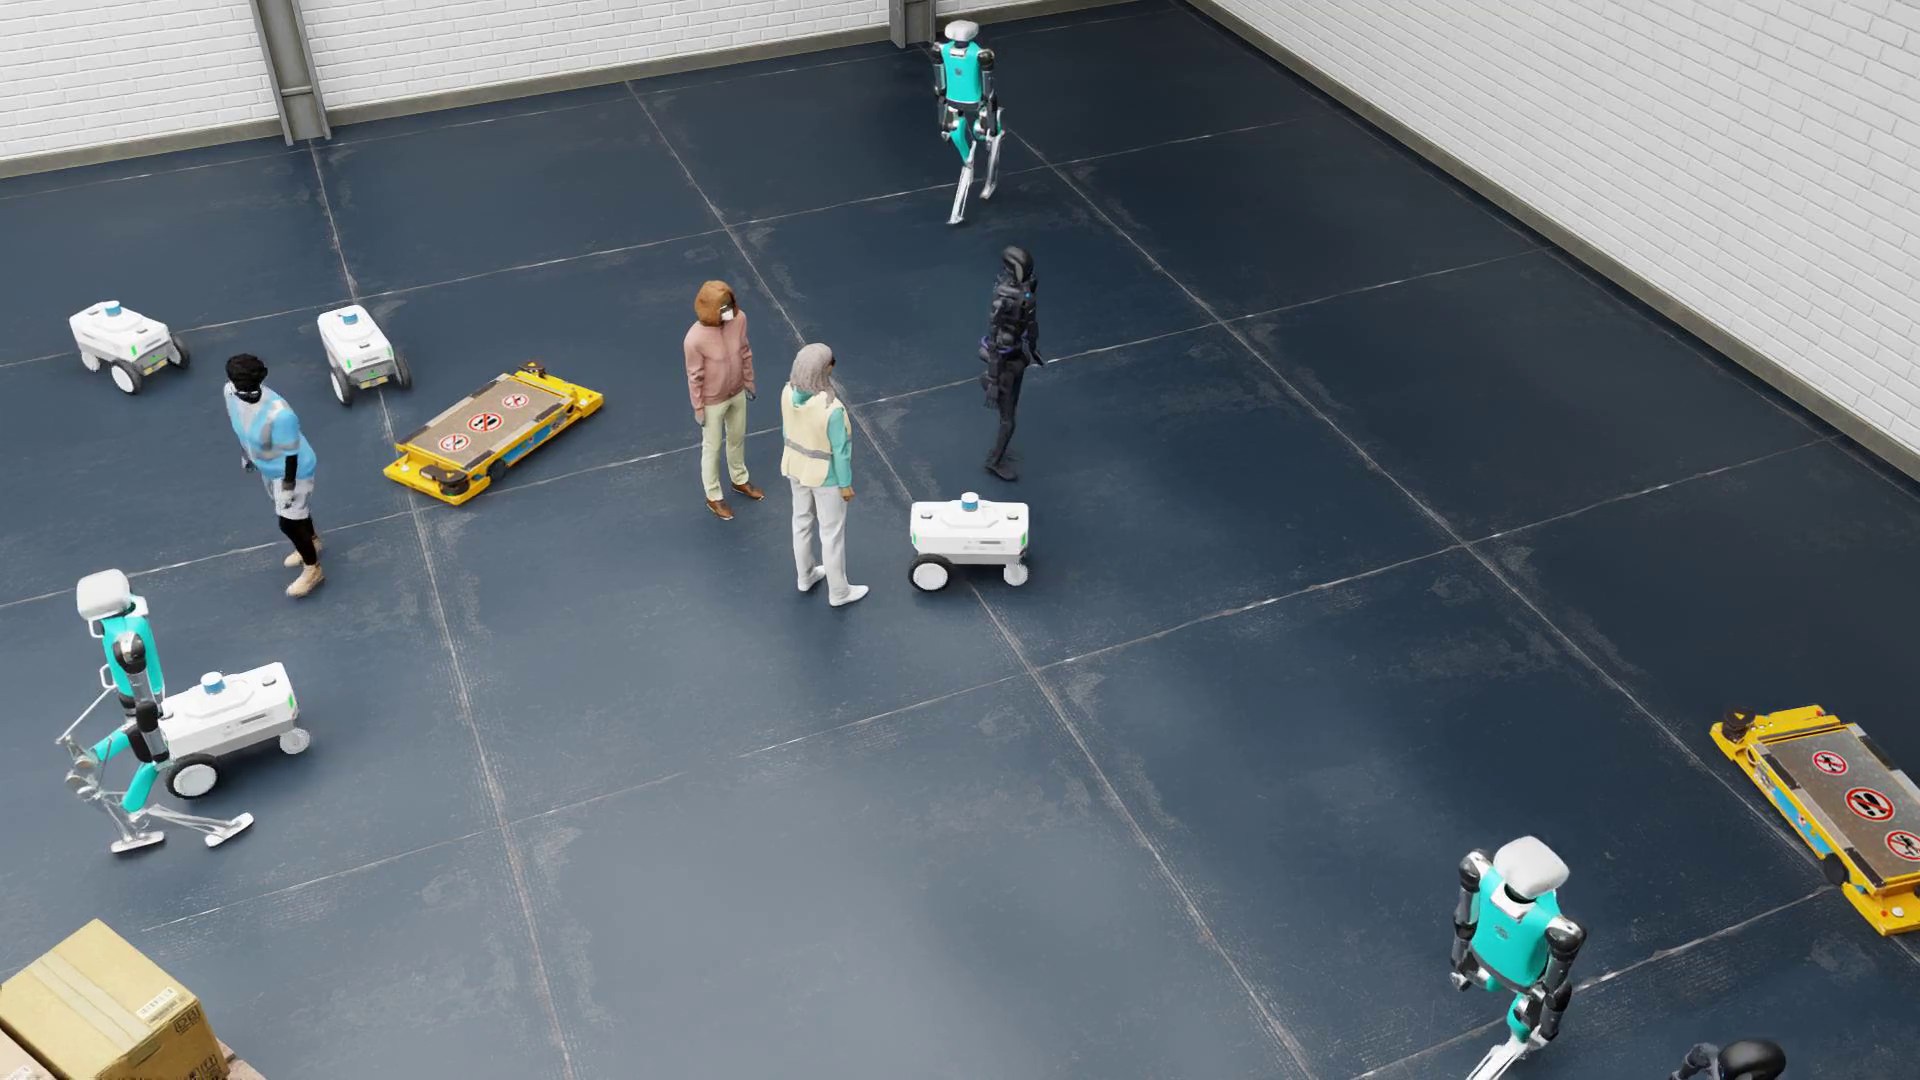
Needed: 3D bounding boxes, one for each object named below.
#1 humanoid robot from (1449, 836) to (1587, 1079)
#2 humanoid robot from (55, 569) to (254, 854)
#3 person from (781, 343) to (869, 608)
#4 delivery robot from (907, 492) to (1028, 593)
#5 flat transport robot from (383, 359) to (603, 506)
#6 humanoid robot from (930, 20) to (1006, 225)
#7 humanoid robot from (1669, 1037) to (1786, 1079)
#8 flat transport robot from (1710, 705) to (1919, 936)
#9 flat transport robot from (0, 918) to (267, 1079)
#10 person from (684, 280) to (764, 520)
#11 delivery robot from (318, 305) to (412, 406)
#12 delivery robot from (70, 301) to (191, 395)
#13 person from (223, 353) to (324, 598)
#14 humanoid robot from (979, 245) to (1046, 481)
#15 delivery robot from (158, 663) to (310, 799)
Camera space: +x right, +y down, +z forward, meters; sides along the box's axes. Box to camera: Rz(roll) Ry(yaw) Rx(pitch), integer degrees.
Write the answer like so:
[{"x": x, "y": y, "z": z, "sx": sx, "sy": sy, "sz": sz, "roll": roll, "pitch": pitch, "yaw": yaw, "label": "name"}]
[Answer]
[{"x": 2.380, "y": 1.742, "z": 6.843, "sx": 1.036, "sy": 1.742, "sz": 0.531, "roll": -26, "pitch": 44, "yaw": -29, "label": "humanoid robot"}, {"x": -4.020, "y": 0.925, "z": 7.880, "sx": 0.893, "sy": 1.775, "sz": 0.576, "roll": -18, "pitch": 41, "yaw": -22, "label": "humanoid robot"}, {"x": -0.826, "y": -0.358, "z": 9.556, "sx": 0.465, "sy": 1.709, "sz": 0.371, "roll": 27, "pitch": 45, "yaw": 31, "label": "person"}, {"x": 0.039, "y": -0.017, "z": 10.067, "sx": 0.795, "sy": 0.602, "sz": 0.499, "roll": 1, "pitch": 38, "yaw": 1, "label": "delivery robot"}, {"x": -3.139, "y": -0.745, "z": 11.244, "sx": 0.659, "sy": 0.231, "sz": 1.431, "roll": 20, "pitch": 42, "yaw": 24, "label": "flat transport robot"}, {"x": 0.133, "y": -3.464, "z": 13.612, "sx": 0.539, "sy": 1.748, "sz": 1.032, "roll": 14, "pitch": 40, "yaw": 18, "label": "humanoid robot"}, {"x": 2.705, "y": 2.338, "z": 6.106, "sx": 0.750, "sy": 1.621, "sz": 0.608, "roll": -9, "pitch": 38, "yaw": -11, "label": "humanoid robot"}, {"x": 4.549, "y": 1.368, "z": 8.493, "sx": 0.659, "sy": 0.231, "sz": 1.431, "roll": -8, "pitch": 38, "yaw": -11, "label": "flat transport robot"}, {"x": -3.588, "y": 2.611, "z": 6.874, "sx": 1.431, "sy": 0.231, "sz": 0.659, "roll": 23, "pitch": 43, "yaw": 27, "label": "flat transport robot"}, {"x": -1.465, "y": -0.888, "z": 10.316, "sx": 0.274, "sy": 1.627, "sz": 0.496, "roll": 28, "pitch": 46, "yaw": 31, "label": "person"}, {"x": -4.267, "y": -1.350, "z": 11.795, "sx": 0.499, "sy": 0.593, "sz": 0.789, "roll": -22, "pitch": 43, "yaw": -26, "label": "delivery robot"}, {"x": -5.982, "y": -1.430, "z": 11.892, "sx": 0.765, "sy": 0.586, "sz": 0.499, "roll": 19, "pitch": 42, "yaw": 23, "label": "delivery robot"}, {"x": -3.956, "y": -0.412, "z": 9.658, "sx": 0.557, "sy": 1.668, "sz": 0.498, "roll": 24, "pitch": 44, "yaw": 28, "label": "person"}, {"x": 0.308, "y": -1.155, "z": 10.622, "sx": 0.376, "sy": 1.647, "sz": 0.594, "roll": 19, "pitch": 42, "yaw": 23, "label": "humanoid robot"}, {"x": -3.889, "y": 0.953, "z": 8.793, "sx": 0.792, "sy": 0.589, "sz": 0.499, "roll": -20, "pitch": 42, "yaw": -24, "label": "delivery robot"}]
